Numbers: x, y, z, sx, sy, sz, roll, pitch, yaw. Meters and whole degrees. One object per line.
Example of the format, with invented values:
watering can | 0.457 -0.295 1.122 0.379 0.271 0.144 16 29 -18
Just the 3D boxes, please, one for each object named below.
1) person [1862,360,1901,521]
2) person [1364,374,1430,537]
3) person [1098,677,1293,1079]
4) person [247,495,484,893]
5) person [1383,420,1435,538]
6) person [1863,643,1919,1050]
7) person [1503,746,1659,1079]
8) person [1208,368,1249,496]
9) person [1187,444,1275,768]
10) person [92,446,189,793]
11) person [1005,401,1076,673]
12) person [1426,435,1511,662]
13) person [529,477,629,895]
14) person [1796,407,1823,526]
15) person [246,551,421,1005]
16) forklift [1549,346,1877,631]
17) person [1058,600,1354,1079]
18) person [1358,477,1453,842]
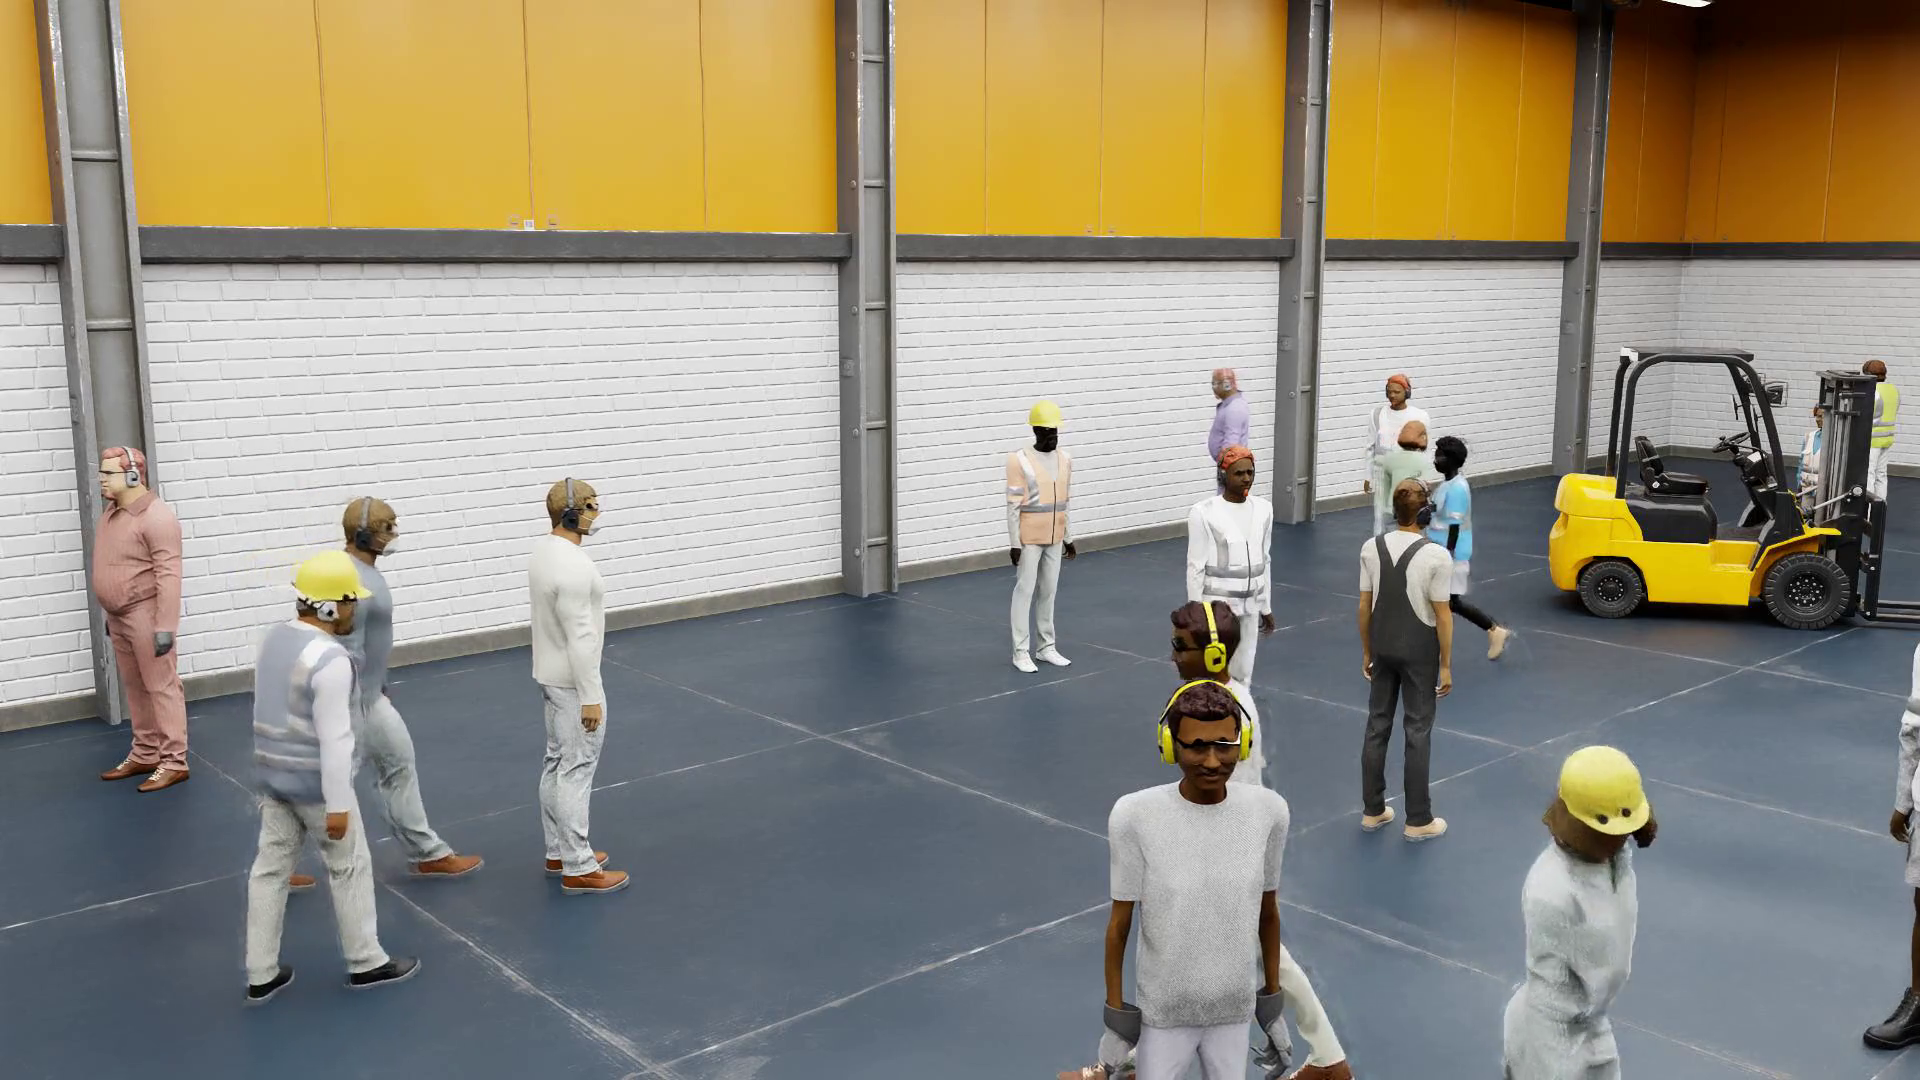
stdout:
person | 9.789 -1.017 17.898 0.619 1.838 0.430 -6 11 -31
person | 3.960 -0.570 15.134 0.584 1.883 0.337 6 11 32
person | 0.630 1.267 4.423 0.530 1.869 0.311 -2 10 -10
person | -2.799 0.714 7.647 1.036 1.885 0.714 -4 10 -21
person | 3.734 -0.190 13.741 0.812 1.593 0.522 -8 13 -40
person | 3.587 0.974 5.949 0.378 1.932 0.551 -5 11 -25
person | 1.628 1.342 4.457 0.519 1.702 0.448 -9 13 -42
person | 2.558 -0.695 15.863 0.397 1.888 0.666 2 10 9
person | 1.547 0.396 9.482 0.582 1.882 0.351 -5 11 -29
person | -4.558 0.432 9.199 0.637 1.911 0.403 8 12 37
person | 0.586 -0.030 11.844 0.585 1.928 0.371 -8 12 -38
person | 3.568 0.089 11.871 0.685 1.676 0.530 1 10 3
person | -1.794 0.668 7.724 0.357 1.938 0.637 -5 11 -27
person | 7.736 -0.414 14.936 0.310 1.642 0.514 -4 10 -21
person | -2.566 0.942 6.586 0.611 1.798 0.630 8 12 38
forklift | 6.109 -0.478 13.691 2.313 2.155 1.214 3 10 16
person | 0.905 1.083 5.732 1.032 1.811 0.548 1 10 6
person | 2.252 0.599 8.407 0.506 1.846 0.345 9 13 42
